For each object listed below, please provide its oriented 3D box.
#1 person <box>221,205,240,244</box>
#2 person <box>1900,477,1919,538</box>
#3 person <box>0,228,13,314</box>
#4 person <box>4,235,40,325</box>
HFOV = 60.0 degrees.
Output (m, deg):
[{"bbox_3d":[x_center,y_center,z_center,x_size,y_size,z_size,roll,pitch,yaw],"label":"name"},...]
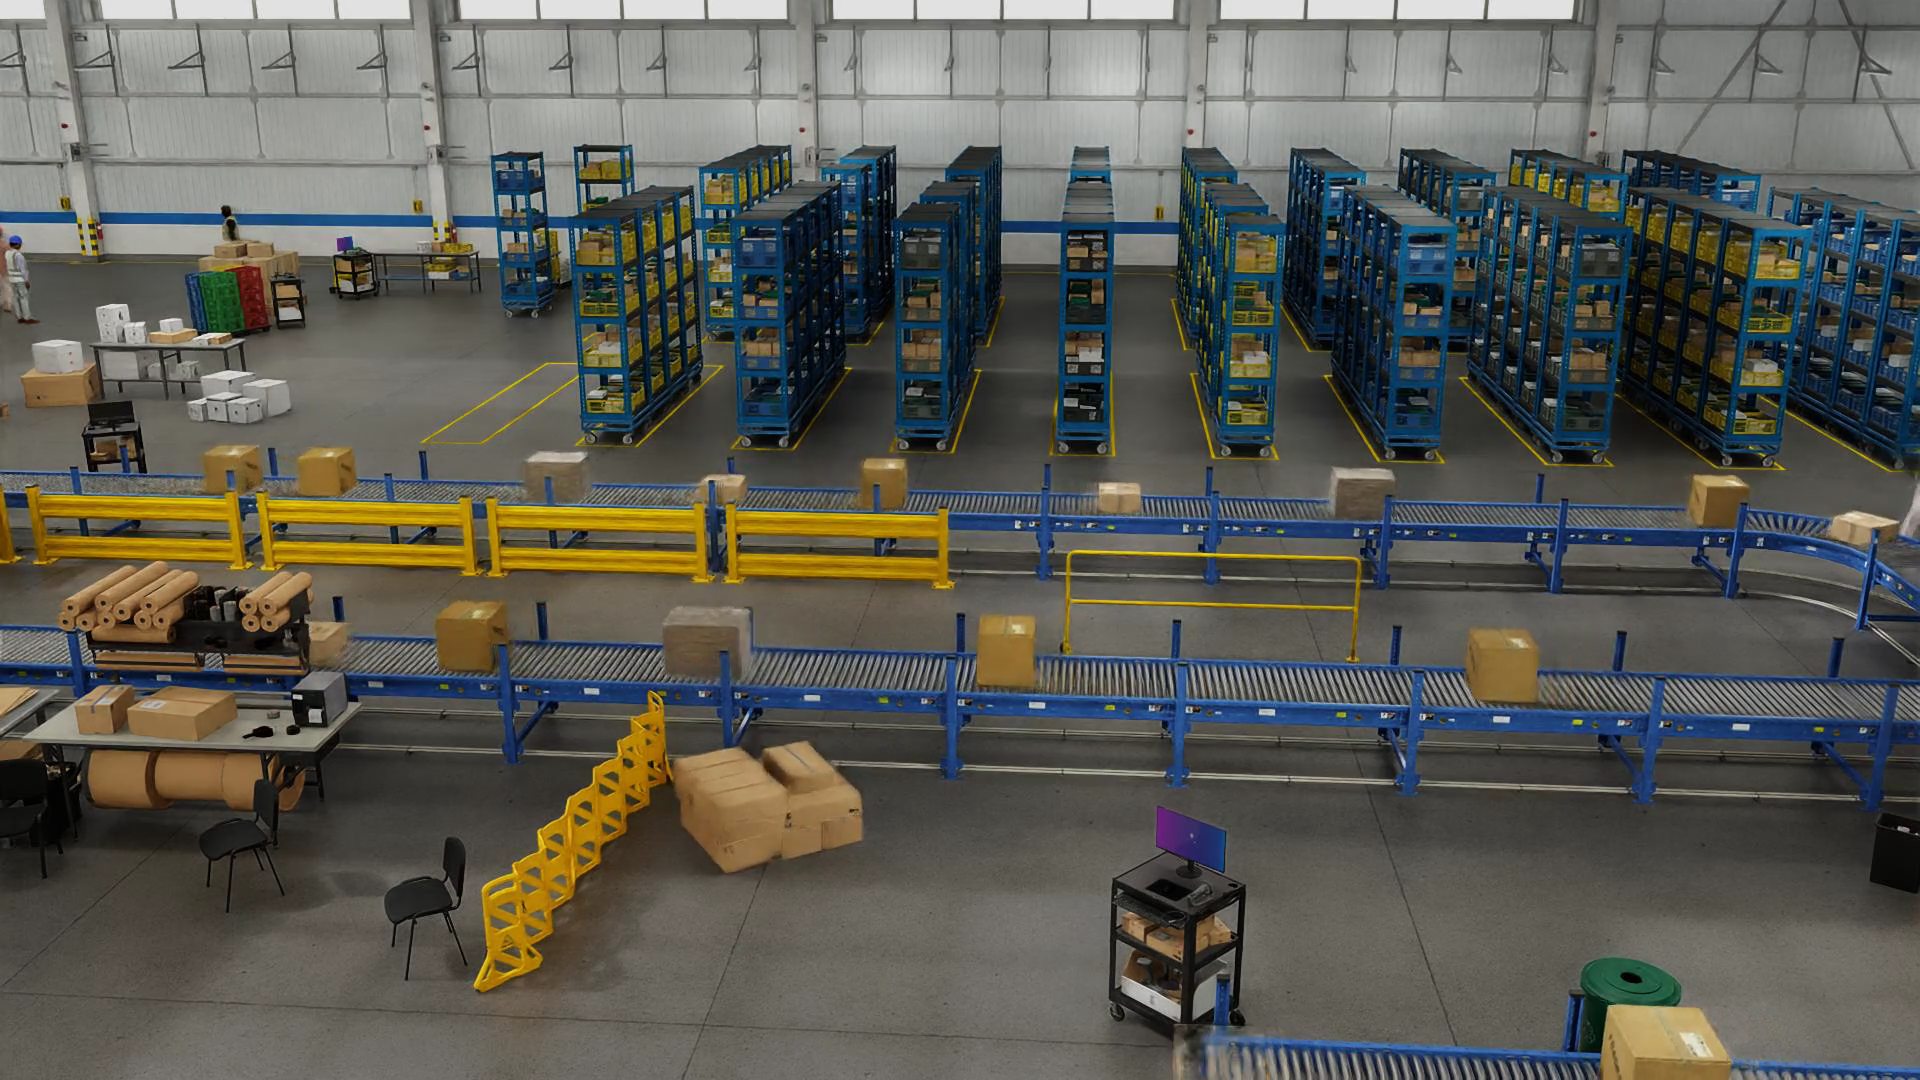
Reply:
[{"bbox_3d":[-18.946,-7.773,43.222,0.436,1.831,0.653,-9,20,-26],"label":"person"},{"bbox_3d":[12.122,-0.622,20.477,0.680,1.861,0.946,-13,22,-35],"label":"person"},{"bbox_3d":[-21.803,-6.129,37.784,0.618,1.969,0.561,-16,23,-41],"label":"person"},{"bbox_3d":[-20.611,-5.697,36.465,0.604,1.938,0.402,11,21,31],"label":"person"}]
